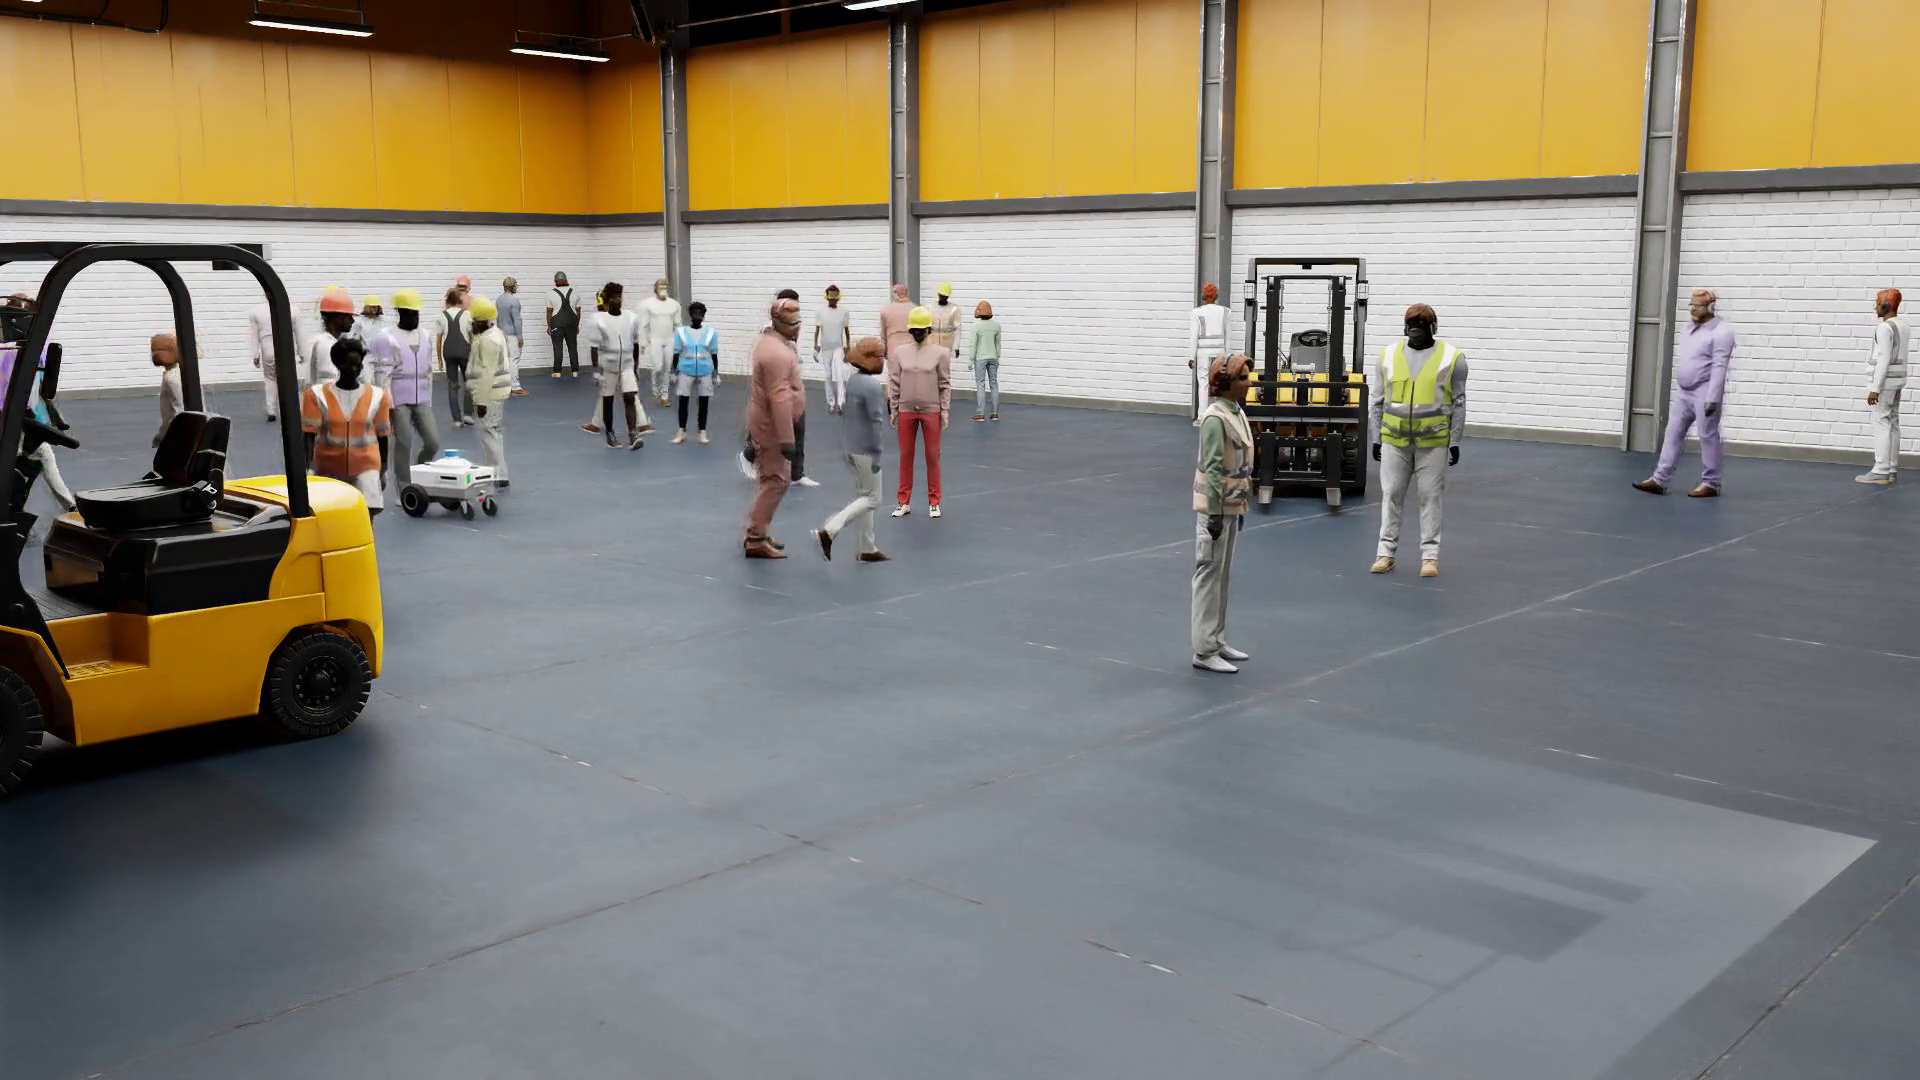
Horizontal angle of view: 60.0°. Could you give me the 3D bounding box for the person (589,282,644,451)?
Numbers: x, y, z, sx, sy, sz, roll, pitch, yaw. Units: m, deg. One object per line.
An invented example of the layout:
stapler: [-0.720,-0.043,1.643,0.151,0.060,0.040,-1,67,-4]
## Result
person: [-3.873,-1.957,18.898,0.632,1.909,0.982,-5,11,-28]

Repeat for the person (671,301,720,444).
person: [-3.157,-1.965,19.658,0.617,1.686,0.396,-2,9,-12]

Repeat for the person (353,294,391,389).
person: [-7.847,-2.426,22.314,0.511,1.724,0.484,-6,11,-34]

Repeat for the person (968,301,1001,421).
person: [0.339,-2.446,22.750,0.497,1.634,0.279,-5,11,-30]

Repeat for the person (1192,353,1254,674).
person: [1.364,-0.147,8.635,0.315,1.641,0.514,4,10,22]

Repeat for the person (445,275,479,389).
person: [-8.624,-3.604,28.852,0.608,1.968,0.873,-1,9,-8]

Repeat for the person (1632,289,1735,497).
person: [6.560,-1.307,14.995,0.784,1.879,0.677,-2,10,-15]

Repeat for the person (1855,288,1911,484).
person: [8.944,-1.481,16.071,0.585,1.882,0.337,-8,12,-42]

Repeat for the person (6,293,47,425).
person: [-10.597,-1.898,18.884,0.729,1.802,0.426,7,12,37]

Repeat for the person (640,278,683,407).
person: [-4.446,-2.943,24.904,0.657,1.924,0.442,-6,11,-32]

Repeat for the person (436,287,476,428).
person: [-6.541,-2.376,21.720,0.556,1.827,0.554,-1,9,-6]

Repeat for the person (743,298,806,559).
person: [-1.328,-0.782,11.842,0.483,1.867,0.670,-1,9,-8]

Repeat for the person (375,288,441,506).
person: [-4.750,-1.214,14.368,0.415,1.911,0.594,7,11,35]

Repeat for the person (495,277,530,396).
person: [-7.343,-3.326,27.219,0.636,1.939,0.364,9,13,43]

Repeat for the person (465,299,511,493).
person: [-4.388,-1.337,15.481,0.406,1.795,0.639,-1,9,-7]

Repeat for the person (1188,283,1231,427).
person: [3.274,-2.417,21.814,0.574,1.884,0.361,-2,9,-12]

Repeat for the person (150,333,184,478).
person: [-5.993,-0.785,12.725,0.888,1.579,0.509,-3,10,-16]

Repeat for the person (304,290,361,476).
person: [-4.849,-0.932,12.618,0.660,1.914,0.565,-4,10,-23]

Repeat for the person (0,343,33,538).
person: [-7.487,-0.907,12.652,1.018,1.860,0.586,4,10,21]

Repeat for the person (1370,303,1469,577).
person: [3.082,-0.671,11.238,0.624,1.844,0.430,4,10,25]

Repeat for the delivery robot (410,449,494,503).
delivery robot: [-4.254,-0.516,13.934,0.707,0.478,0.477,5,10,27]

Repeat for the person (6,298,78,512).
person: [-7.407,-1.017,13.402,0.936,1.827,0.530,-4,10,-22]

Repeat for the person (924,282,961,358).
person: [-0.272,-3.001,25.430,0.612,1.862,0.754,1,9,7]

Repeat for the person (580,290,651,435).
person: [-4.326,-2.204,20.727,0.978,1.814,0.552,2,9,10]

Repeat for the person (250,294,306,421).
person: [-9.184,-2.517,22.451,0.648,1.883,0.671,-2,9,-11]

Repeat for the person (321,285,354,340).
person: [-9.488,-2.961,25.303,0.600,1.831,0.404,6,11,31]

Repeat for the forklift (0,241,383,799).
forklift: [-3.706,-0.171,7.093,1.214,2.155,2.313,9,13,43]

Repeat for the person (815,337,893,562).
person: [-0.730,-0.602,11.545,0.581,1.616,0.514,-5,10,-26]

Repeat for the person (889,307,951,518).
person: [-0.338,-1.059,13.870,0.522,1.760,0.322,2,9,9]

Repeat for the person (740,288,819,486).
person: [-1.733,-1.453,15.890,0.733,1.897,0.593,5,11,28]

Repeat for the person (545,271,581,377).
person: [-7.619,-4.133,31.851,0.683,2.000,0.538,-6,11,-31]

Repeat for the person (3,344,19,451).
person: [-7.699,-0.972,12.992,0.943,1.893,0.568,5,11,29]

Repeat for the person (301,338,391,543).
person: [-3.860,-0.453,10.493,0.535,1.651,0.900,-3,10,-20]

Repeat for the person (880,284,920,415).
person: [-0.833,-2.718,23.715,0.650,1.870,0.826,1,9,3]

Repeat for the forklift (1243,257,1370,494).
forklift: [3.309,-1.629,16.029,1.214,2.155,2.313,2,9,11]

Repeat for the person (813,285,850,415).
person: [-1.824,-2.688,23.634,0.524,1.828,0.914,0,9,-3]
